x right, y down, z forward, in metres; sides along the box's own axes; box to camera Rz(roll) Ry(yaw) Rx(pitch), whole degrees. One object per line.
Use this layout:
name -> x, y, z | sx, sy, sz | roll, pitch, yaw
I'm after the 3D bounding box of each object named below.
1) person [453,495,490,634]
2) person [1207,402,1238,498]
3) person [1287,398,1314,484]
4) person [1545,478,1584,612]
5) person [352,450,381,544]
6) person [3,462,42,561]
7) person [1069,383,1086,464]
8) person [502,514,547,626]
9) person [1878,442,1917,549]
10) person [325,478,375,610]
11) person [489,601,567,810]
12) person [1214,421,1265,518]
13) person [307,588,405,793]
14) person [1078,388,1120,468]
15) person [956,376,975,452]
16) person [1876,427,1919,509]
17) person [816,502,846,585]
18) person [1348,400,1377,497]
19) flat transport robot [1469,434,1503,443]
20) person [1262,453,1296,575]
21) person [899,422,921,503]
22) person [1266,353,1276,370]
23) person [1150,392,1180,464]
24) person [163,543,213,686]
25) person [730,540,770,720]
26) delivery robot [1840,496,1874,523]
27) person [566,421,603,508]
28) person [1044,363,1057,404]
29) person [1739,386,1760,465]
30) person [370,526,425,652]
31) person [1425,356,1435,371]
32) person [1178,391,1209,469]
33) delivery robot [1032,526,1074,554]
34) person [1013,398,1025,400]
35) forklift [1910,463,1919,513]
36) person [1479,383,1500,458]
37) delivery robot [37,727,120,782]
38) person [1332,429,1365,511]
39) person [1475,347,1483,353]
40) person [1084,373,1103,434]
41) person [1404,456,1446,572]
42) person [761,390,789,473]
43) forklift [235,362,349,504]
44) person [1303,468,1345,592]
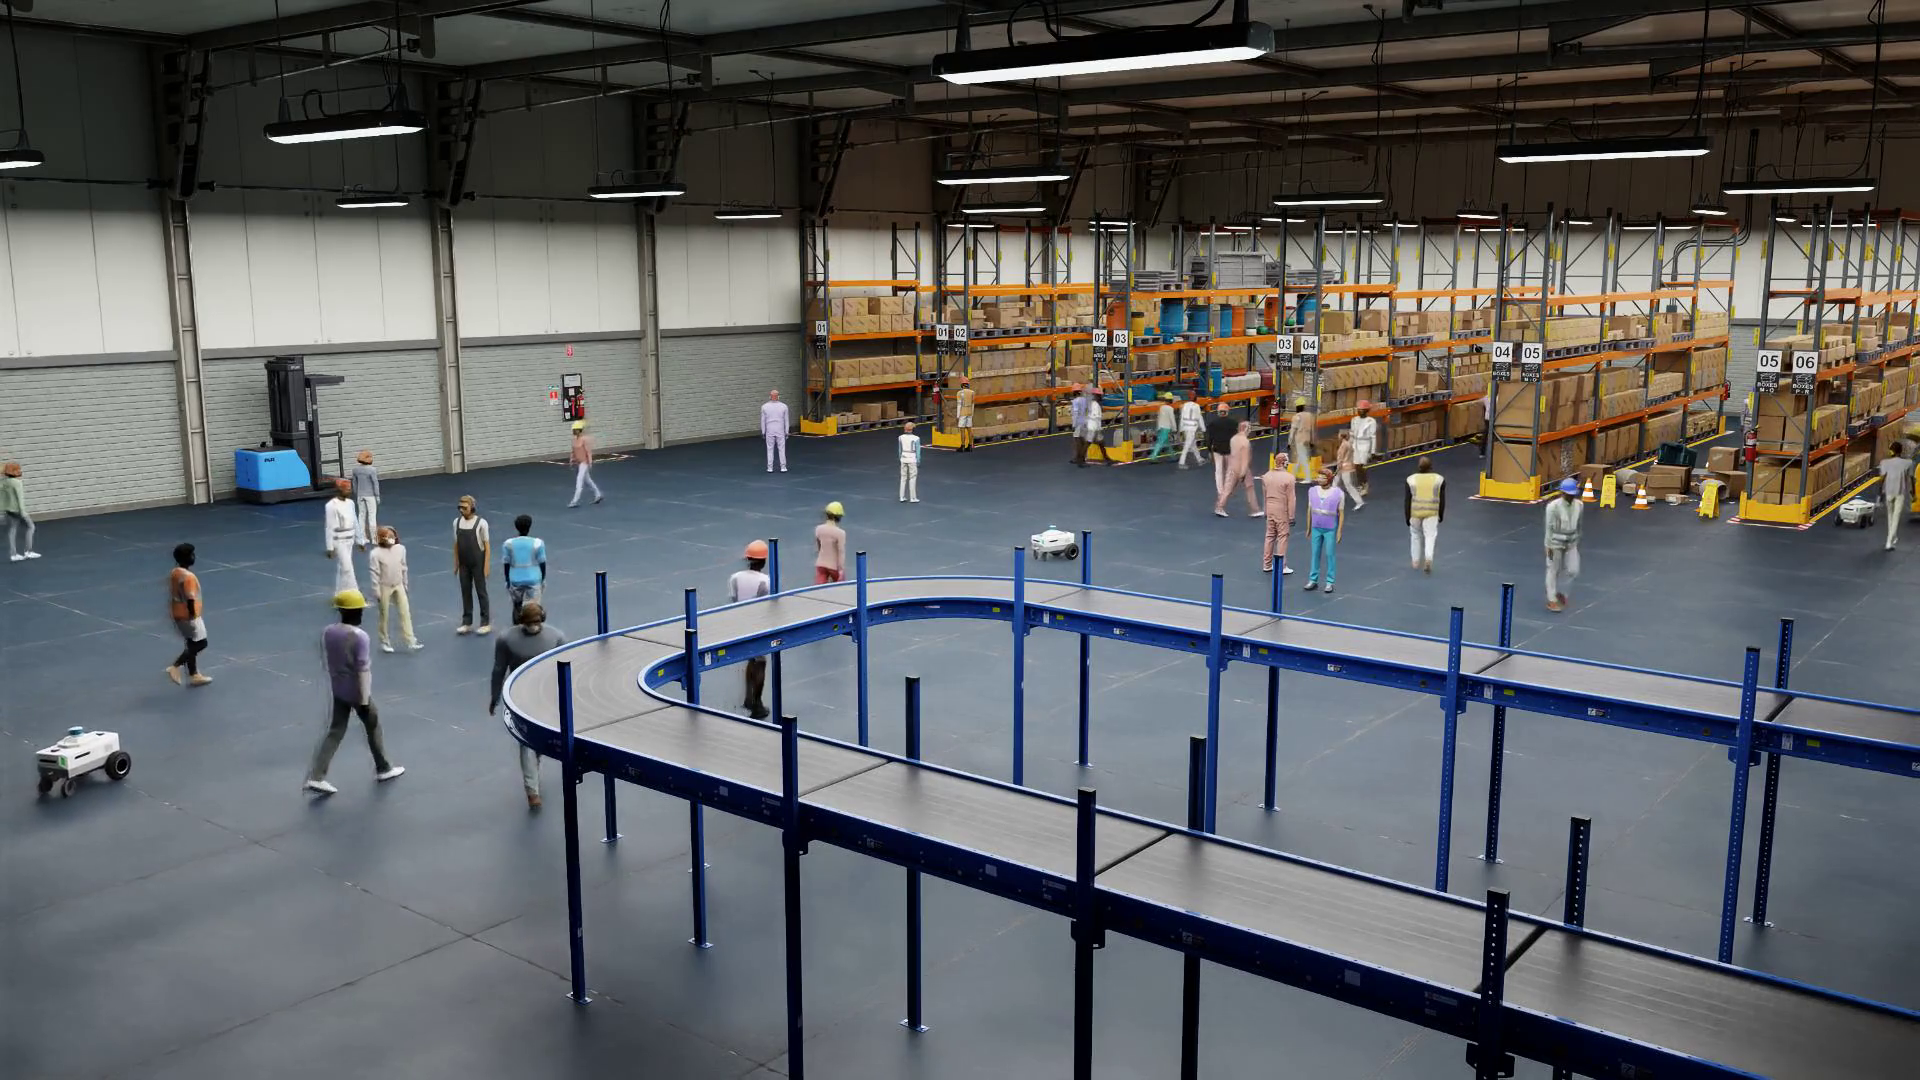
person -> -6.396, 0.319, 20.477 | 0.515, 1.843, 0.327 | 3, 10, 16
person -> 5.449, -1.865, 32.383 | 0.655, 1.977, 0.489 | 3, 10, 15
person -> 7.448, -2.192, 34.480 | 0.604, 1.880, 0.989 | -7, 12, -35
person -> 8.366, 0.070, 21.701 | 0.602, 1.908, 0.584 | -2, 10, -10
person -> -10.242, -0.739, 27.025 | 0.498, 1.634, 0.284 | 3, 11, 19
person -> -15.359, -0.483, 25.600 | 0.523, 1.614, 0.557 | 5, 11, 28
person -> 2.843, -2.831, 37.945 | 0.379, 1.938, 0.547 | 6, 11, 28
person -> -5.501, 0.514, 19.830 | 0.535, 1.685, 0.380 | -1, 10, -4
person -> 15.992, -0.770, 26.717 | 0.548, 1.797, 1.012 | 8, 13, 39
person -> -8.472, 0.066, 21.831 | 0.759, 1.864, 0.610 | 1, 10, 8
person -> -3.928, 1.423, 14.244 | 0.697, 1.865, 1.046 | -5, 11, -24
person -> 5.341, -1.344, 29.827 | 1.008, 1.858, 0.654 | -4, 11, -20
person -> -5.645, 1.379, 14.409 | 0.600, 1.888, 0.964 | 6, 12, 31
person -> 3.264, -2.642, 37.022 | 0.995, 1.868, 0.654 | 2, 10, 13
person -> 0.117, -3.234, 40.210 | 0.552, 1.937, 0.356 | -8, 13, -39
person -> 18.412, -1.382, 30.511 | 0.862, 1.683, 0.566 | 3, 11, 18
person -> -1.656, 0.352, 20.635 | 0.532, 1.722, 0.865 | 6, 12, 30
person -> 8.298, -1.895, 32.433 | 0.456, 2.026, 0.617 | -6, 12, -32
flat transport robot -> 14.568, -2.751, 42.302 | 1.431, 0.197, 0.652 | -1, 10, -4
person -> 5.020, -0.420, 24.506 | 0.401, 1.899, 0.636 | -6, 12, -32
person -> -1.022, -1.572, 31.729 | 0.518, 1.632, 0.311 | 6, 12, 32
person -> 10.559, -5.385, 52.699 | 0.529, 1.819, 1.003 | 6, 12, 30
person -> 4.976, -2.713, 37.920 | 0.924, 1.722, 0.536 | -4, 11, -20
person -> -8.851, 0.869, 17.840 | 0.537, 1.687, 0.471 | 10, 14, 44
person -> -2.159, 0.949, 16.720 | 0.566, 1.916, 0.443 | 5, 11, 24
delivery robot -> 16.613, -0.570, 28.965 | 0.707, 0.478, 0.477 | -7, 12, -37
person -> -7.533, -1.545, 31.324 | 0.537, 1.725, 0.900 | 10, 14, 44
person -> 2.732, -4.473, 47.499 | 0.404, 1.830, 0.598 | -8, 13, -39
person -> 19.012, -2.751, 37.459 | 0.605, 1.951, 0.380 | 6, 12, 29
person -> -7.009, 0.628, 19.400 | 0.751, 1.604, 0.517 | 9, 13, 41
person -> 14.709, -4.730, 48.623 | 0.636, 1.951, 1.030 | 0, 10, -2
person -> 5.539, -2.615, 37.039 | 0.983, 1.822, 0.602 | -5, 11, -27
delivery robot -> 1.524, 0.011, 25.696 | 0.707, 0.478, 0.477 | -7, 12, -35
person -> 1.856, -4.547, 47.683 | 0.636, 1.914, 0.820 | 6, 12, 30
forklift -> 19.034, -1.348, 28.998 | 2.313, 2.155, 1.214 | 8, 13, 37
person -> 13.303, -2.981, 39.012 | 1.020, 1.859, 0.612 | -8, 13, -40
delivery robot -> -8.216, 1.985, 14.584 | 0.477, 0.478, 0.707 | 3, 10, 16
person -> 7.587, -1.392, 30.782 | 0.810, 1.606, 0.514 | 2, 10, 9
person -> 17.879, -5.715, 54.096 | 0.361, 1.964, 0.613 | 1, 10, 7
person -> 3.688, -3.734, 43.376 | 0.601, 1.814, 0.716 | 9, 13, 41
person -> 7.327, -0.414, 24.702 | 0.623, 1.814, 0.826 | 3, 11, 17
person -> -4.283, -2.517, 36.266 | 0.644, 1.907, 0.400 | -1, 10, -5
forklift -> -13.803, -2.244, 32.110 | 1.129, 2.768, 1.873 | 8, 13, 37
person -> 5.409, -0.156, 23.159 | 0.564, 1.842, 0.393 | 8, 13, 37
